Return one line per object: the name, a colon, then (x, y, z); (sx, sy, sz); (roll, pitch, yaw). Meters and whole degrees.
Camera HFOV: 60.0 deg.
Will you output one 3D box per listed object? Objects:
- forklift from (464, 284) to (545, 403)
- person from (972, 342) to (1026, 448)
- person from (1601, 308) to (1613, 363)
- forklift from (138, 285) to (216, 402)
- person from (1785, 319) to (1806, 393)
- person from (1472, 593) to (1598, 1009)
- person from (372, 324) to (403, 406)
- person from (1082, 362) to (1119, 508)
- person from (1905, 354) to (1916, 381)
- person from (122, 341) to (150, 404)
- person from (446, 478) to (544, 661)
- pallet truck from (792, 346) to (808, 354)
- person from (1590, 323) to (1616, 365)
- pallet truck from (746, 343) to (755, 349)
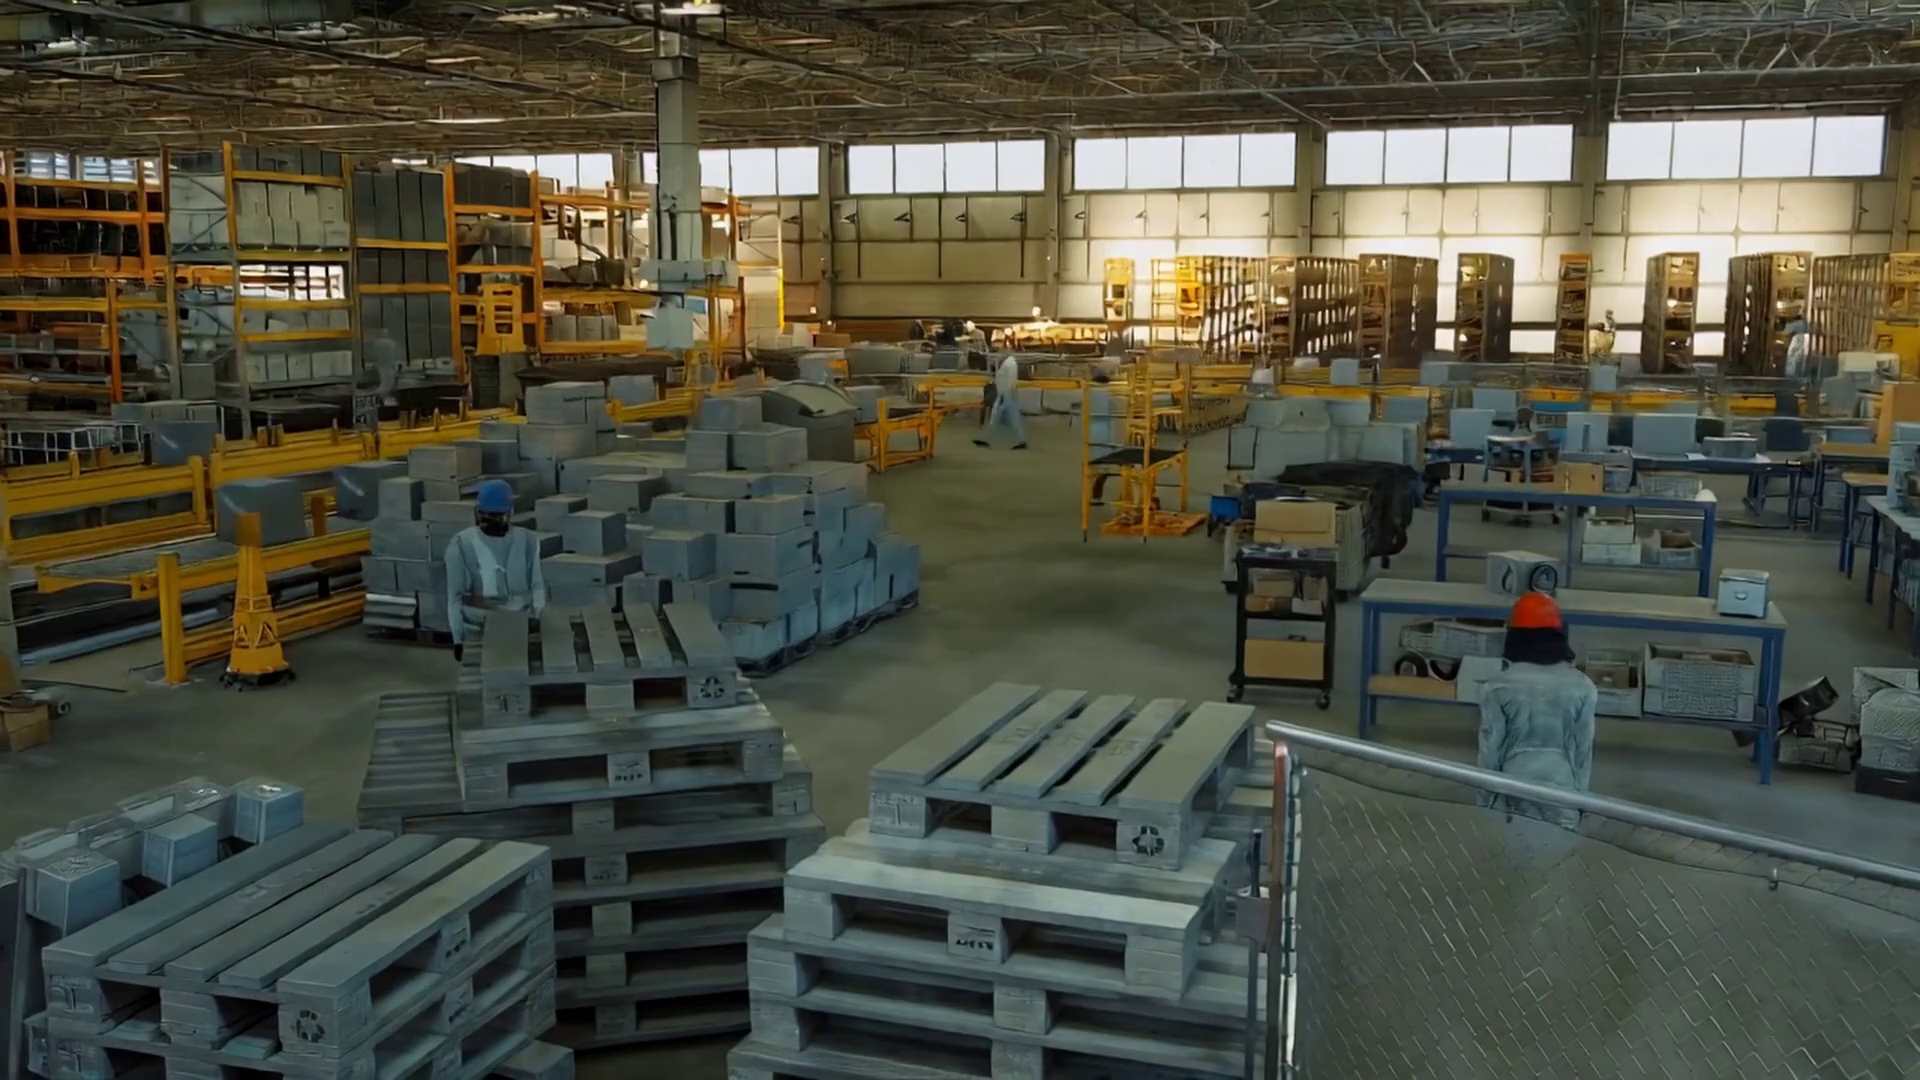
forklift: (-10.832, -4.702, 39.610); (1.129, 2.768, 1.873); (3, 10, 20)
person: (0.719, -2.522, 29.109); (0.976, 1.852, 0.676); (-1, 9, -6)
person: (20.491, -6.354, 52.746); (0.370, 1.996, 0.622); (0, 9, -2)
forklift: (-17.480, -4.200, 36.461); (1.873, 2.768, 1.129); (3, 10, 19)
person: (18.861, -3.974, 37.666); (0.386, 2.041, 0.612); (0, 9, -1)
person: (2.360, 1.080, 6.893); (0.484, 1.736, 0.305); (0, 9, -2)
person: (-13.229, -4.040, 38.523); (0.658, 1.888, 0.643); (5, 10, 29)
person: (1.816, -1.350, 21.571); (0.581, 1.914, 0.510); (6, 11, 35)
person: (22.579, -4.160, 39.484); (0.444, 1.831, 0.576); (3, 10, 18)
person: (-14.072, -2.424, 28.318); (0.400, 1.927, 0.546); (9, 13, 44)
person: (-2.779, 0.532, 10.041); (0.591, 1.829, 0.404); (-6, 11, -34)
pallet truck: (-3.705, -4.298, 42.022); (0.653, 1.274, 1.630); (3, 10, 20)
person: (16.570, -4.682, 42.841); (0.626, 1.806, 0.615); (3, 10, 18)
pallet truck: (-6.183, -4.618, 44.264); (1.601, 1.201, 0.680); (-9, 12, -43)
